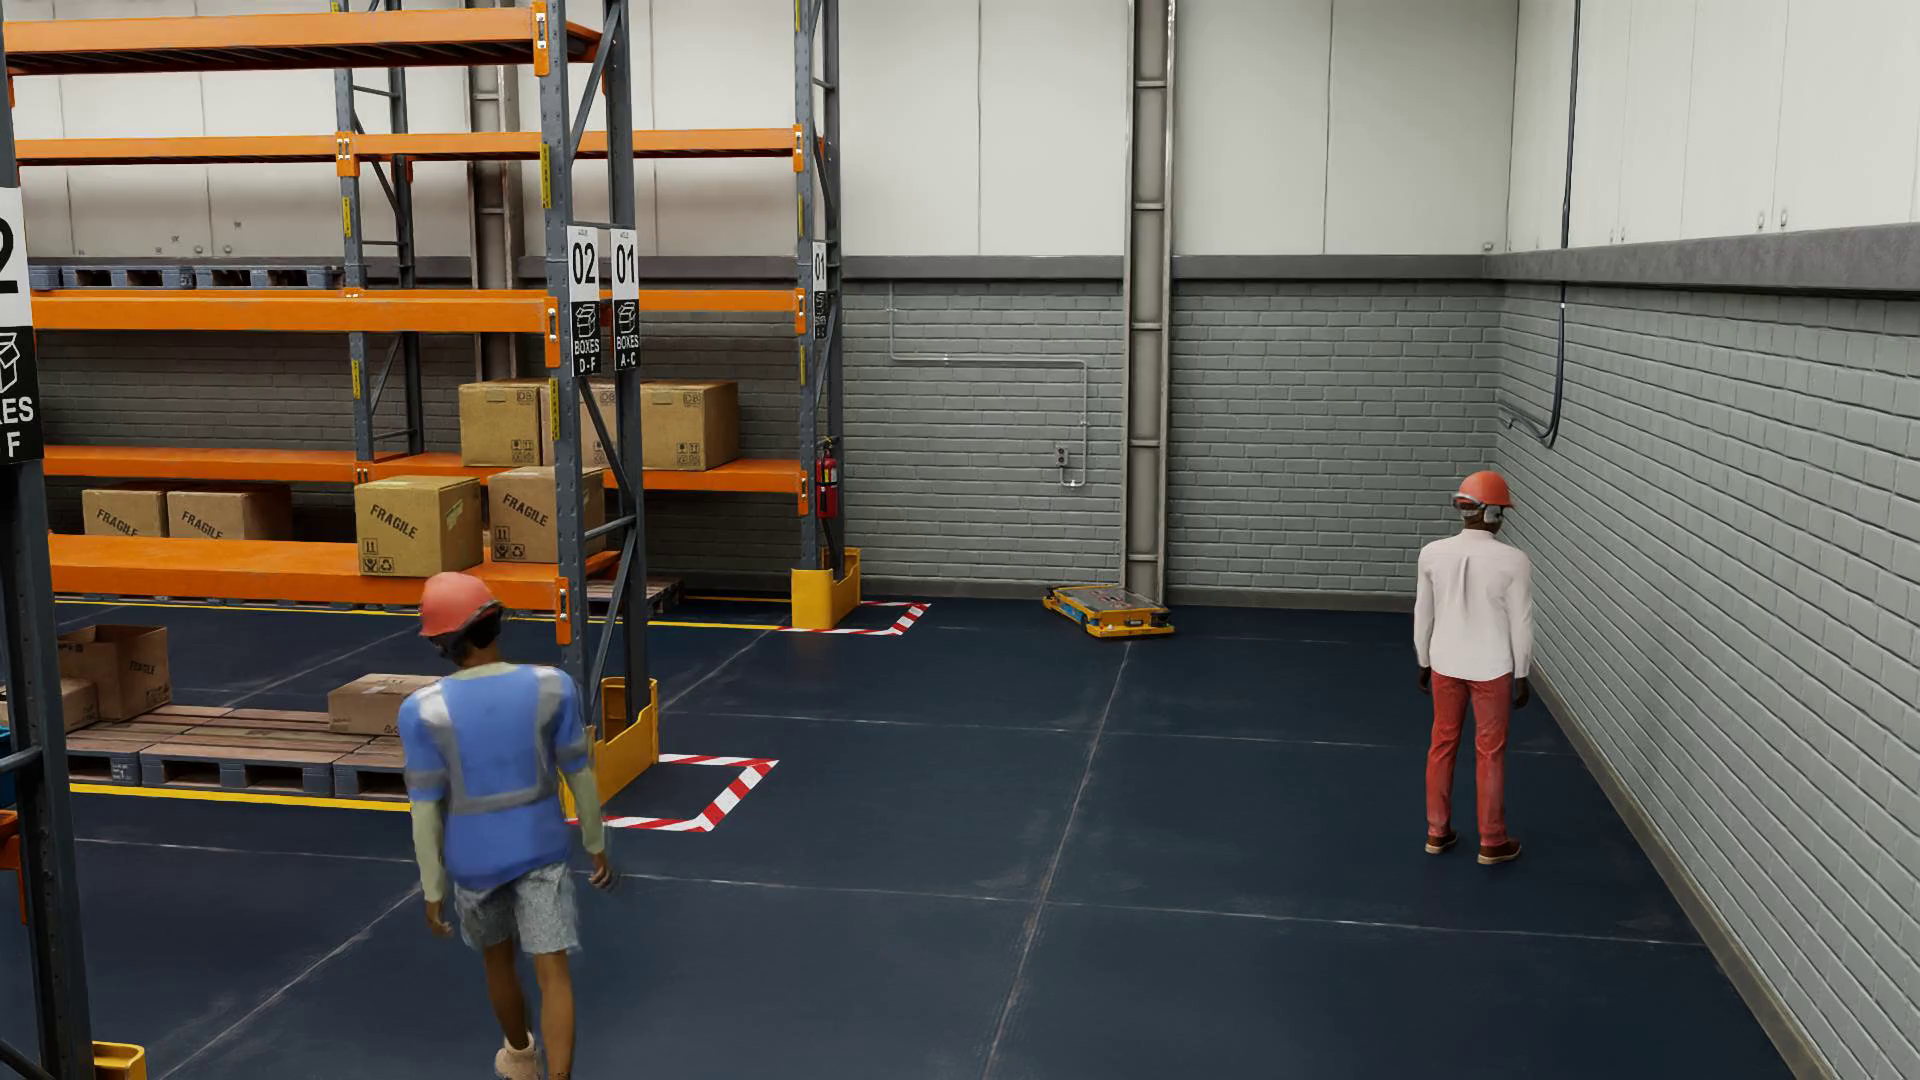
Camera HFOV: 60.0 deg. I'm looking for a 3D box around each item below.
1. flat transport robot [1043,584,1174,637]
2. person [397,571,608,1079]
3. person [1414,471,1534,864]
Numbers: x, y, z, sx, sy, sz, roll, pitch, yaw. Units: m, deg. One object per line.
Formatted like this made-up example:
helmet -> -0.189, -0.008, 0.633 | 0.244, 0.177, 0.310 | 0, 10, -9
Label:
flat transport robot -> 1.243, 0.581, 14.156 | 0.652, 0.197, 1.431 | -3, 10, -16
person -> -1.534, 1.094, 5.696 | 0.696, 1.983, 1.008 | -4, 10, -22
person -> 2.614, 0.643, 8.458 | 0.609, 1.988, 0.392 | 8, 12, 40
